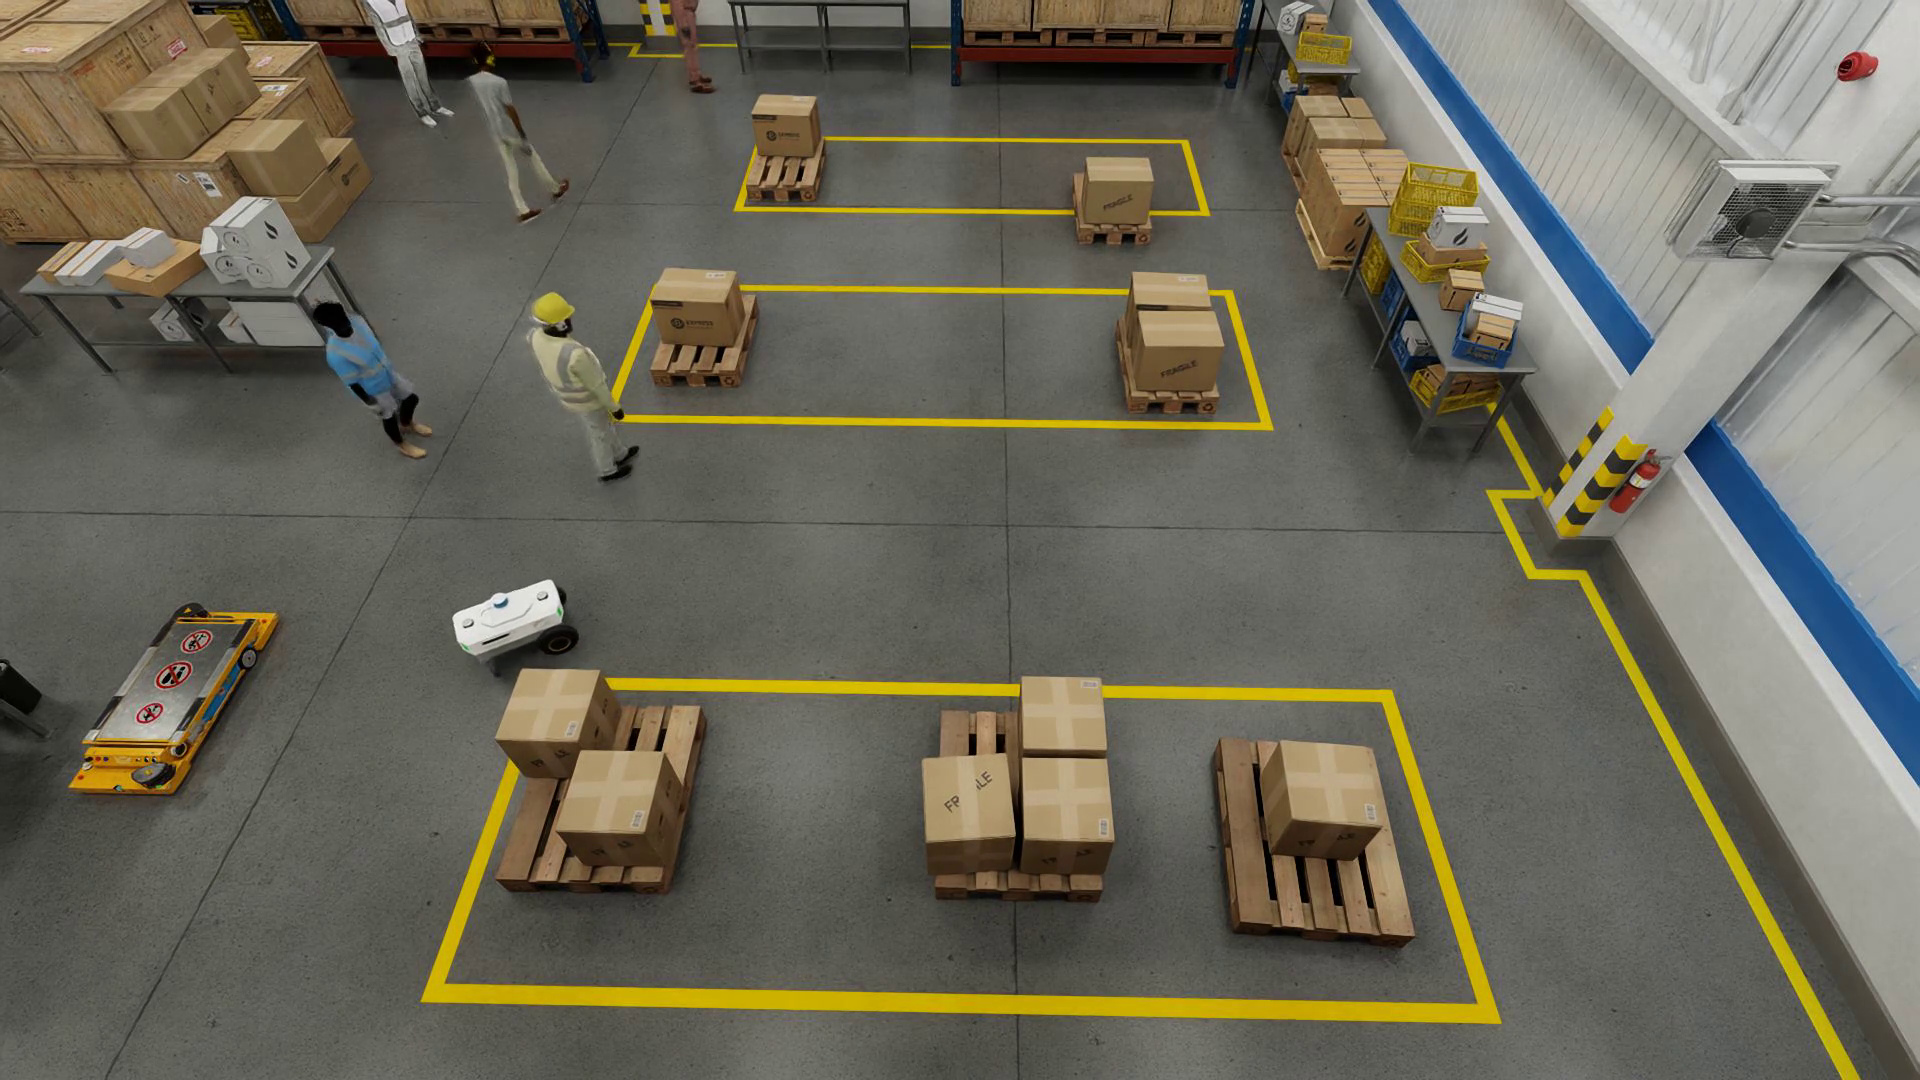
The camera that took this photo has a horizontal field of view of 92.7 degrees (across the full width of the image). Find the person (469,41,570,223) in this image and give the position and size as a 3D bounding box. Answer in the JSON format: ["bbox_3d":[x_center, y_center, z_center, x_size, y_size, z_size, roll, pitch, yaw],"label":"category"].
[{"bbox_3d":[-4.948,-4.551,10.198,0.586,1.809,0.921,12,51,10],"label":"person"}]

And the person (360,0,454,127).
[{"bbox_3d":[-7.049,-6.288,11.603,0.391,1.913,0.587,17,52,14],"label":"person"}]

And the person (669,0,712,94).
[{"bbox_3d":[-3.646,-7.007,12.215,0.403,1.906,0.651,-7,50,-6],"label":"person"}]

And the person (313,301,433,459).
[{"bbox_3d":[-4.812,-1.279,7.522,0.392,1.660,0.561,4,50,3],"label":"person"}]

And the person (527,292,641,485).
[{"bbox_3d":[-2.971,-1.195,7.356,0.628,1.813,0.504,31,56,24],"label":"person"}]

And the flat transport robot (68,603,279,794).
[{"bbox_3d":[-5.504,1.072,6.442,0.652,0.197,1.431,1,50,1],"label":"flat transport robot"}]

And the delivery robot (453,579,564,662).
[{"bbox_3d":[-3.249,0.564,6.628,0.707,0.478,0.477,-22,53,-17],"label":"delivery robot"}]
